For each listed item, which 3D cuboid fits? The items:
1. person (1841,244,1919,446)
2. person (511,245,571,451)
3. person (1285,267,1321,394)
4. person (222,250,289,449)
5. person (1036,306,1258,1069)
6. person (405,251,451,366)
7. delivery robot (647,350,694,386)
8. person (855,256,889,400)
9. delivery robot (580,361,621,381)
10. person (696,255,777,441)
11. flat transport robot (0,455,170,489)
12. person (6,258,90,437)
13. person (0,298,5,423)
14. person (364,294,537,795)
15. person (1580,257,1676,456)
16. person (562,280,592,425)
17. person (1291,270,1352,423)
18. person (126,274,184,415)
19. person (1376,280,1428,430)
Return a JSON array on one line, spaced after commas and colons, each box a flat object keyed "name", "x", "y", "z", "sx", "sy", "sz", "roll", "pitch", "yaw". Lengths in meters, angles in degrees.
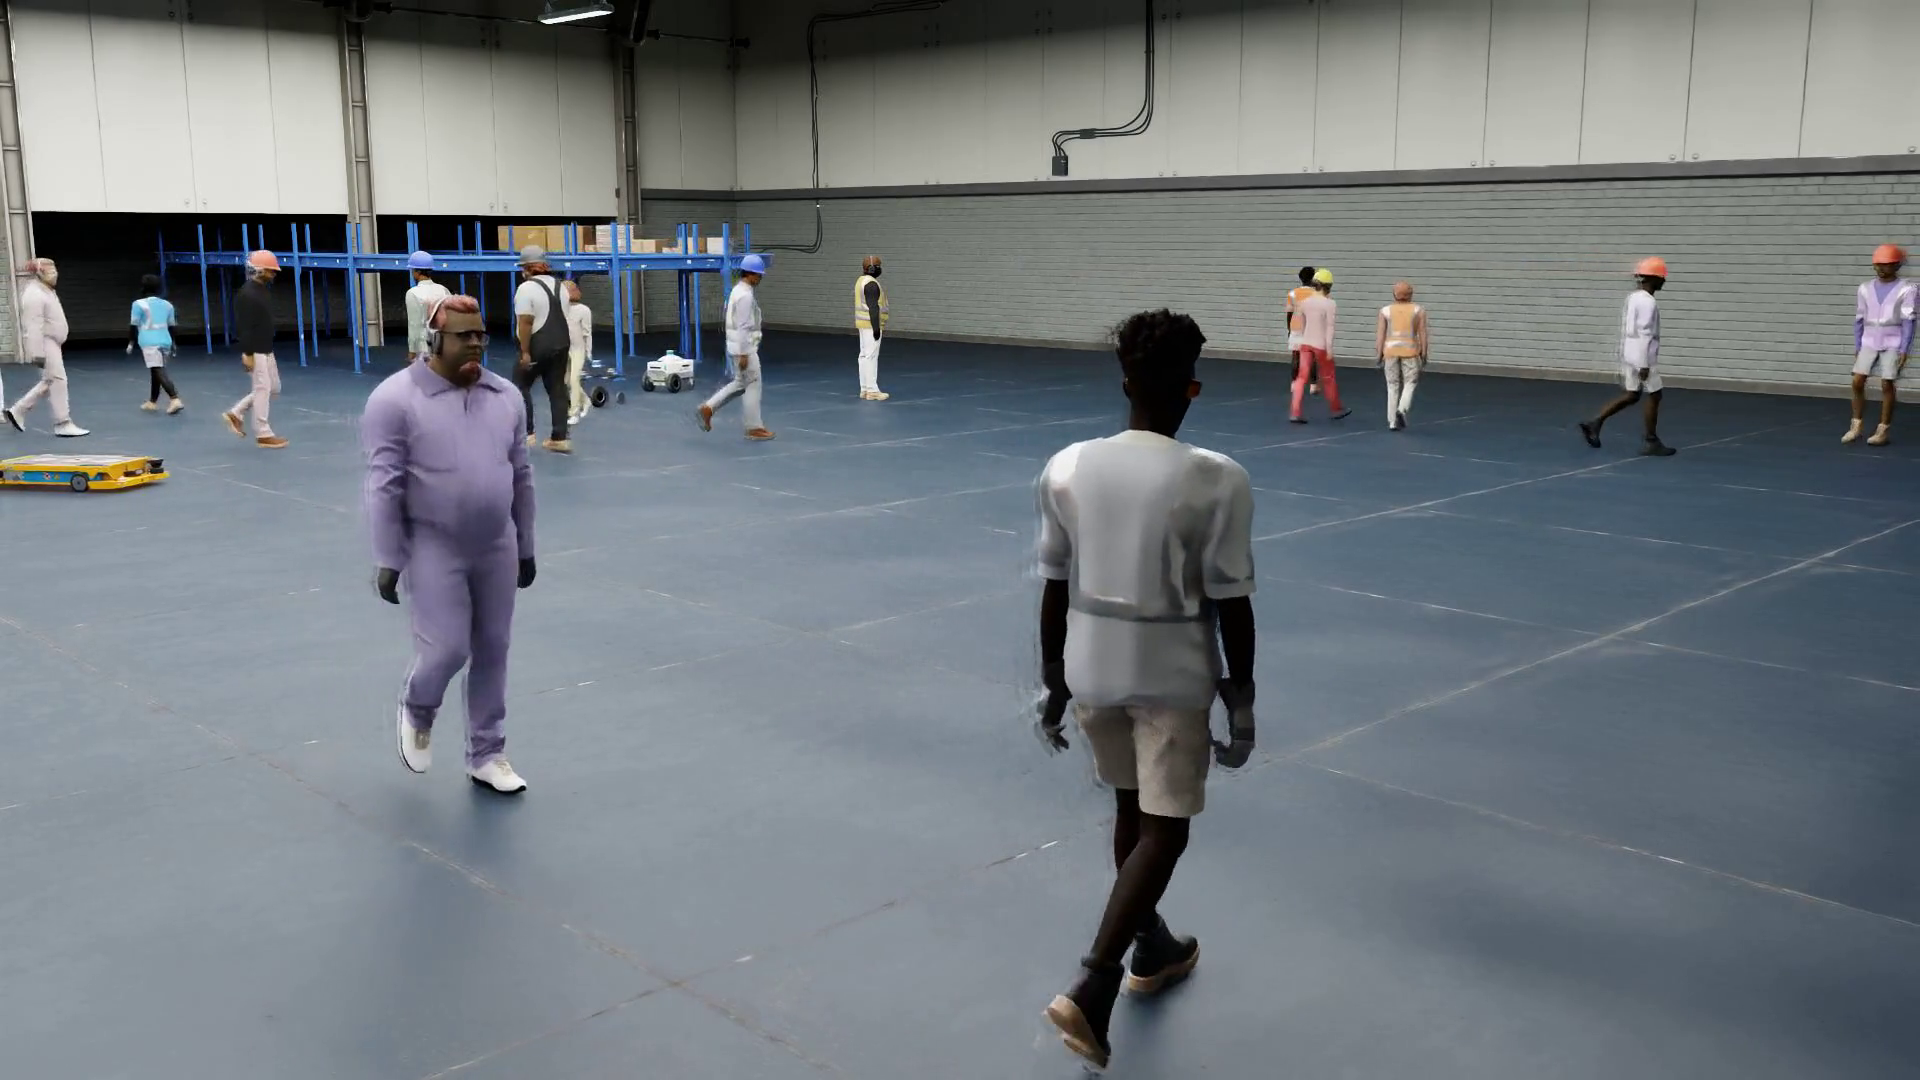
[{"name": "person", "x": 9.242, "y": -1.949, "z": 16.730, "sx": 0.688, "sy": 2.022, "sz": 0.608, "roll": -8, "pitch": 13, "yaw": -39}, {"name": "person", "x": -4.173, "y": -1.886, "z": 16.430, "sx": 0.679, "sy": 2.000, "sz": 0.701, "roll": 7, "pitch": 12, "yaw": 32}, {"name": "person", "x": 4.634, "y": -2.814, "z": 22.325, "sx": 0.533, "sy": 1.692, "sz": 0.322, "roll": 5, "pitch": 12, "yaw": 27}, {"name": "person", "x": -7.045, "y": -1.899, "z": 16.590, "sx": 0.672, "sy": 1.965, "sz": 0.658, "roll": -1, "pitch": 10, "yaw": -3}, {"name": "person", "x": 0.453, "y": 0.366, "z": 4.341, "sx": 0.607, "sy": 1.939, "sz": 0.907, "roll": 7, "pitch": 13, "yaw": 34}, {"name": "person", "x": -5.422, "y": -1.962, "z": 16.974, "sx": 0.380, "sy": 1.951, "sz": 0.603, "roll": 4, "pitch": 11, "yaw": 19}, {"name": "delivery robot", "x": -3.962, "y": -2.353, "z": 22.773, "sx": 0.477, "sy": 0.478, "sz": 0.707, "roll": 5, "pitch": 12, "yaw": 25}, {"name": "person", "x": -1.141, "y": -2.755, "z": 21.594, "sx": 0.429, "sy": 1.845, "sz": 0.621, "roll": -3, "pitch": 11, "yaw": -17}, {"name": "delivery robot", "x": -4.571, "y": -2.142, "z": 20.915, "sx": 0.335, "sy": 0.223, "sz": 0.698, "roll": 6, "pitch": 12, "yaw": 29}, {"name": "person", "x": -2.321, "y": -1.979, "z": 17.185, "sx": 0.755, "sy": 1.914, "sz": 0.645, "roll": -3, "pitch": 11, "yaw": -14}, {"name": "flat transport robot", "x": -7.598, "y": -0.588, "z": 14.180, "sx": 1.431, "sy": 0.197, "sz": 0.652, "roll": 2, "pitch": 10, "yaw": 8}, {"name": "person", "x": -9.664, "y": -2.021, "z": 17.491, "sx": 0.708, "sy": 1.878, "sz": 0.661, "roll": -4, "pitch": 11, "yaw": -19}, {"name": "person", "x": -11.038, "y": -2.208, "z": 18.614, "sx": 0.430, "sy": 1.844, "sz": 0.623, "roll": 5, "pitch": 11, "yaw": 24}, {"name": "person", "x": -1.901, "y": 0.023, "z": 6.293, "sx": 0.485, "sy": 1.892, "sz": 0.669, "roll": 10, "pitch": 14, "yaw": 43}, {"name": "person", "x": 6.526, "y": -1.779, "z": 16.101, "sx": 0.821, "sy": 1.913, "sz": 0.552, "roll": 1, "pitch": 10, "yaw": 7}, {"name": "person", "x": -4.371, "y": -2.135, "z": 18.849, "sx": 0.509, "sy": 1.614, "sz": 0.653, "roll": 4, "pitch": 11, "yaw": 20}, {"name": "person", "x": 4.082, "y": -2.189, "z": 18.823, "sx": 0.895, "sy": 1.712, "sz": 0.547, "roll": -8, "pitch": 13, "yaw": -37}, {"name": "person", "x": -9.518, "y": -2.319, "z": 19.725, "sx": 0.868, "sy": 1.656, "sz": 0.537, "roll": 4, "pitch": 11, "yaw": 23}, {"name": "person", "x": 4.768, "y": -1.991, "z": 17.981, "sx": 0.554, "sy": 1.625, "sz": 0.410, "roll": 4, "pitch": 11, "yaw": 22}]
